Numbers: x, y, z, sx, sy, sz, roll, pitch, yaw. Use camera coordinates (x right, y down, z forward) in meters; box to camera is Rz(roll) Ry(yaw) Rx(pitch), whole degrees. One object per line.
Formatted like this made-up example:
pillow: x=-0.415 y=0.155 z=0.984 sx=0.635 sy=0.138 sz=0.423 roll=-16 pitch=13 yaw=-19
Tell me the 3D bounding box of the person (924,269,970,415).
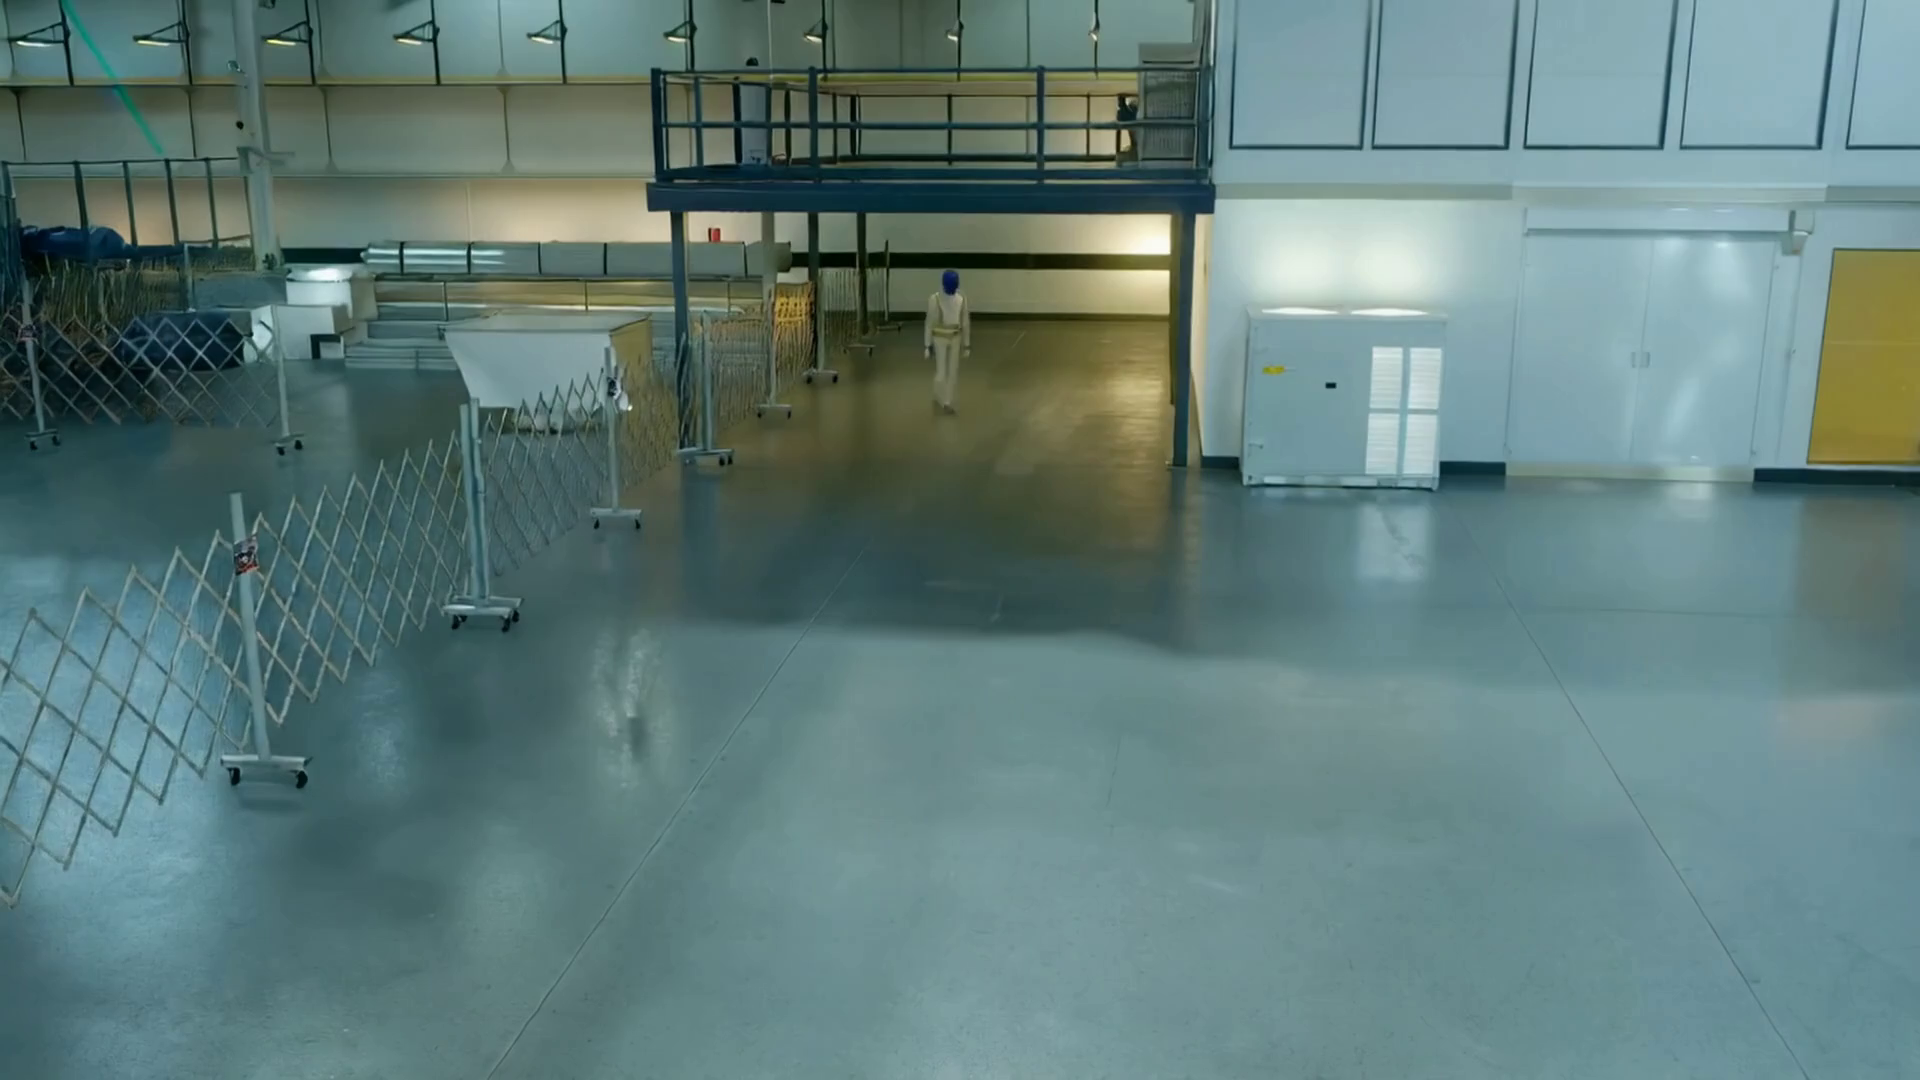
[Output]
person: x=-0.158 y=-2.508 z=21.142 sx=0.604 sy=1.867 sz=0.433 roll=-7 pitch=16 yaw=-28
